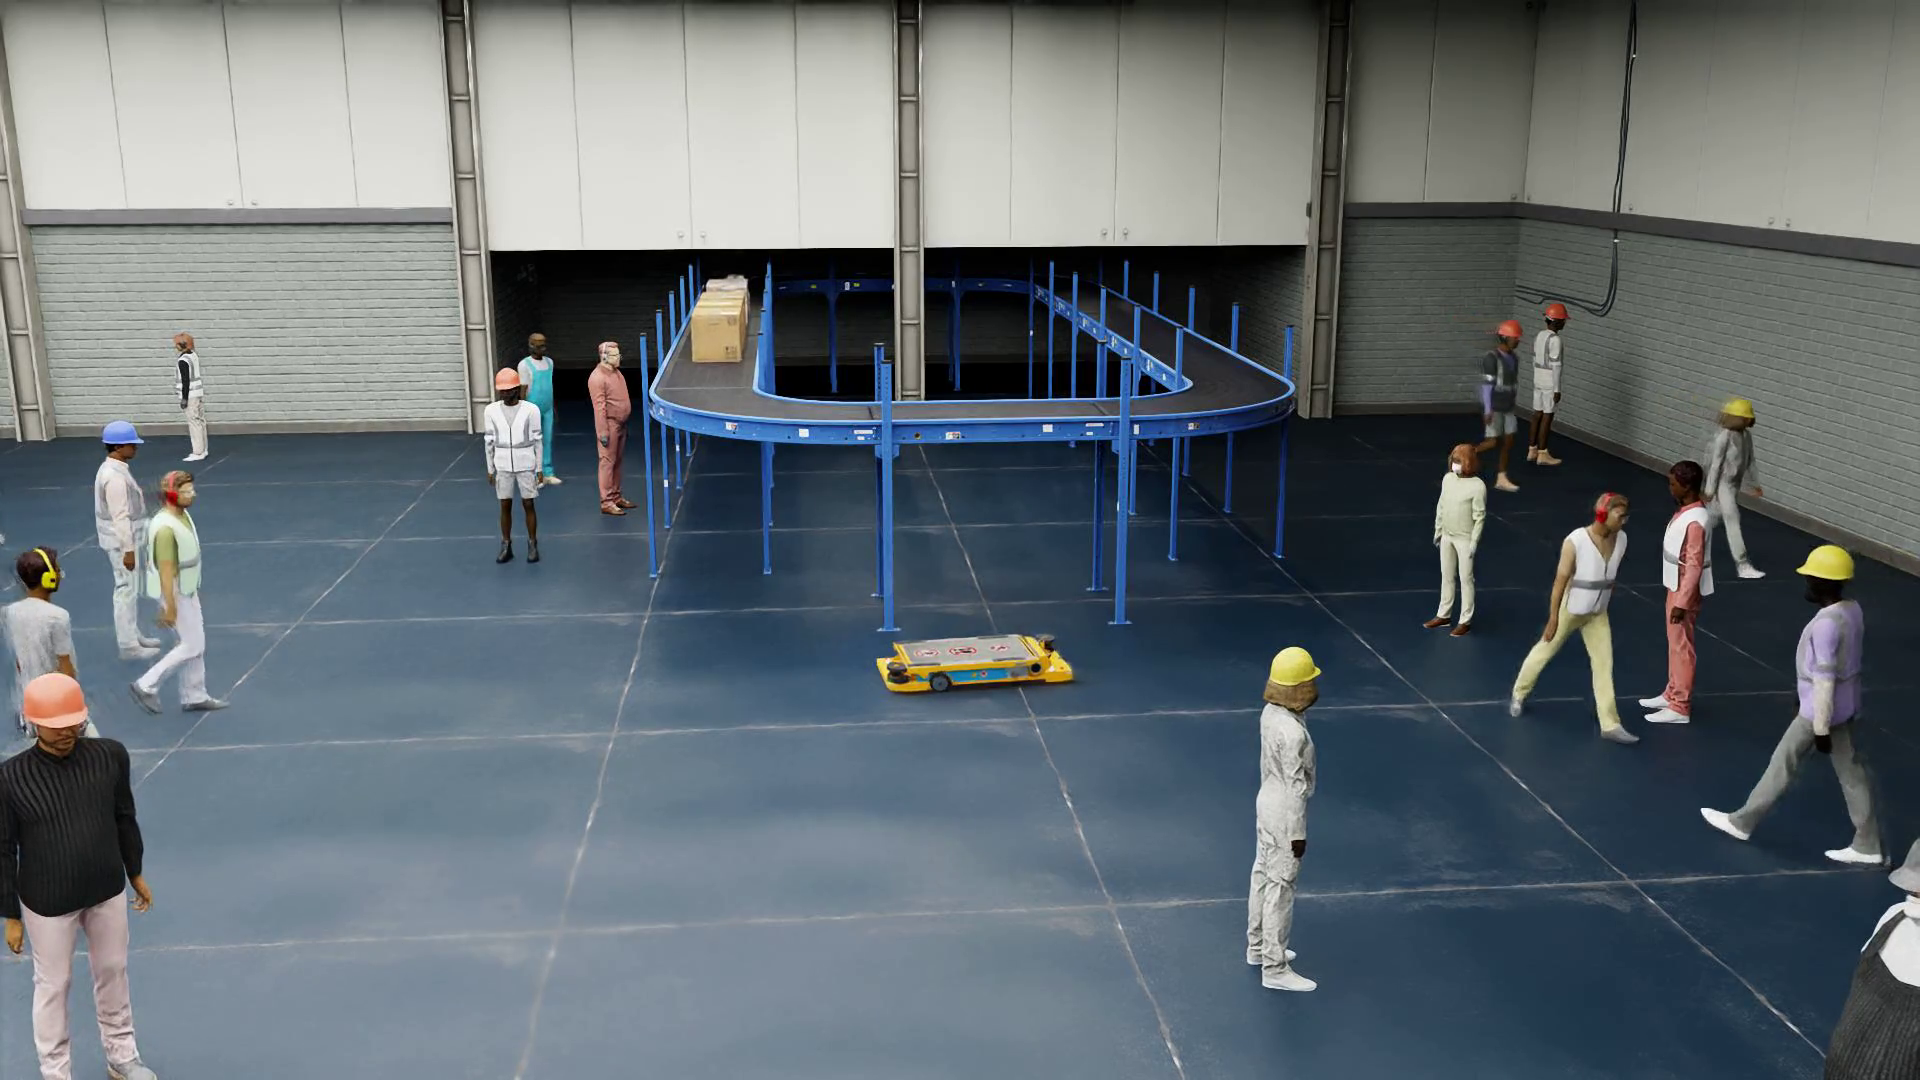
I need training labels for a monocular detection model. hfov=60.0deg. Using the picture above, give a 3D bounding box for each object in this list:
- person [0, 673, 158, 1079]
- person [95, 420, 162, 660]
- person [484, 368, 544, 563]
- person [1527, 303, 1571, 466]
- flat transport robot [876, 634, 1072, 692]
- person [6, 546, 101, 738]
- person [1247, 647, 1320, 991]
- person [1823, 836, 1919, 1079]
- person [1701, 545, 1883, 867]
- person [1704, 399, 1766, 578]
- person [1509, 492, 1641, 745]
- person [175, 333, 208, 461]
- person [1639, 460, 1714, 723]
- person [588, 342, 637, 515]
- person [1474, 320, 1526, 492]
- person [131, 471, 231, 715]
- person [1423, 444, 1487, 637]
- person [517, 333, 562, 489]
[{"bbox_3d":[-3.811,1.518,7.177,0.401,1.989,0.623,11,18,38],"label":"person"},{"bbox_3d":[-6.694,0.001,13.370,0.419,1.940,0.600,-7,16,-27],"label":"person"},{"bbox_3d":[-4.355,-0.723,16.258,0.551,1.935,0.375,-1,14,-5],"label":"person"},{"bbox_3d":[7.456,-1.969,21.027,0.374,2.043,0.612,-1,14,-6],"label":"person"},{"bbox_3d":[0.100,0.947,12.958,1.431,0.197,0.652,-3,14,-11],"label":"flat transport robot"},{"bbox_3d":[-5.258,0.951,9.706,0.523,1.858,0.403,7,16,25],"label":"person"},{"bbox_3d":[1.624,1.371,8.270,0.284,1.746,0.491,-1,14,-6],"label":"person"},{"bbox_3d":[3.146,1.907,5.525,0.537,2.000,0.682,-3,14,-11],"label":"person"},{"bbox_3d":[4.975,0.948,9.682,0.588,1.878,1.001,-13,19,-43],"label":"person"},{"bbox_3d":[7.381,-0.518,15.935,0.503,1.692,0.918,-11,18,-37],"label":"person"},{"bbox_3d":[4.341,0.498,11.721,0.634,1.775,1.033,-6,15,-24],"label":"person"},{"bbox_3d":[-9.853,-1.835,21.308,0.307,1.642,0.514,-2,14,-10],"label":"person"},{"bbox_3d":[5.186,0.373,11.925,0.390,1.914,0.587,5,15,17],"label":"person"},{"bbox_3d":[-3.832,-1.241,18.392,0.408,1.908,0.641,2,14,8],"label":"person"},{"bbox_3d":[6.294,-1.587,19.547,0.624,2.022,0.694,-10,17,-34],"label":"person"},{"bbox_3d":[-5.682,0.398,12.000,0.530,1.827,0.569,-4,15,-15],"label":"person"},{"bbox_3d":[4.196,-0.010,14.019,0.288,1.634,0.499,-8,16,-28],"label":"person"},{"bbox_3d":[-4.985,-1.537,19.702,0.326,1.843,0.516,9,17,33],"label":"person"}]
